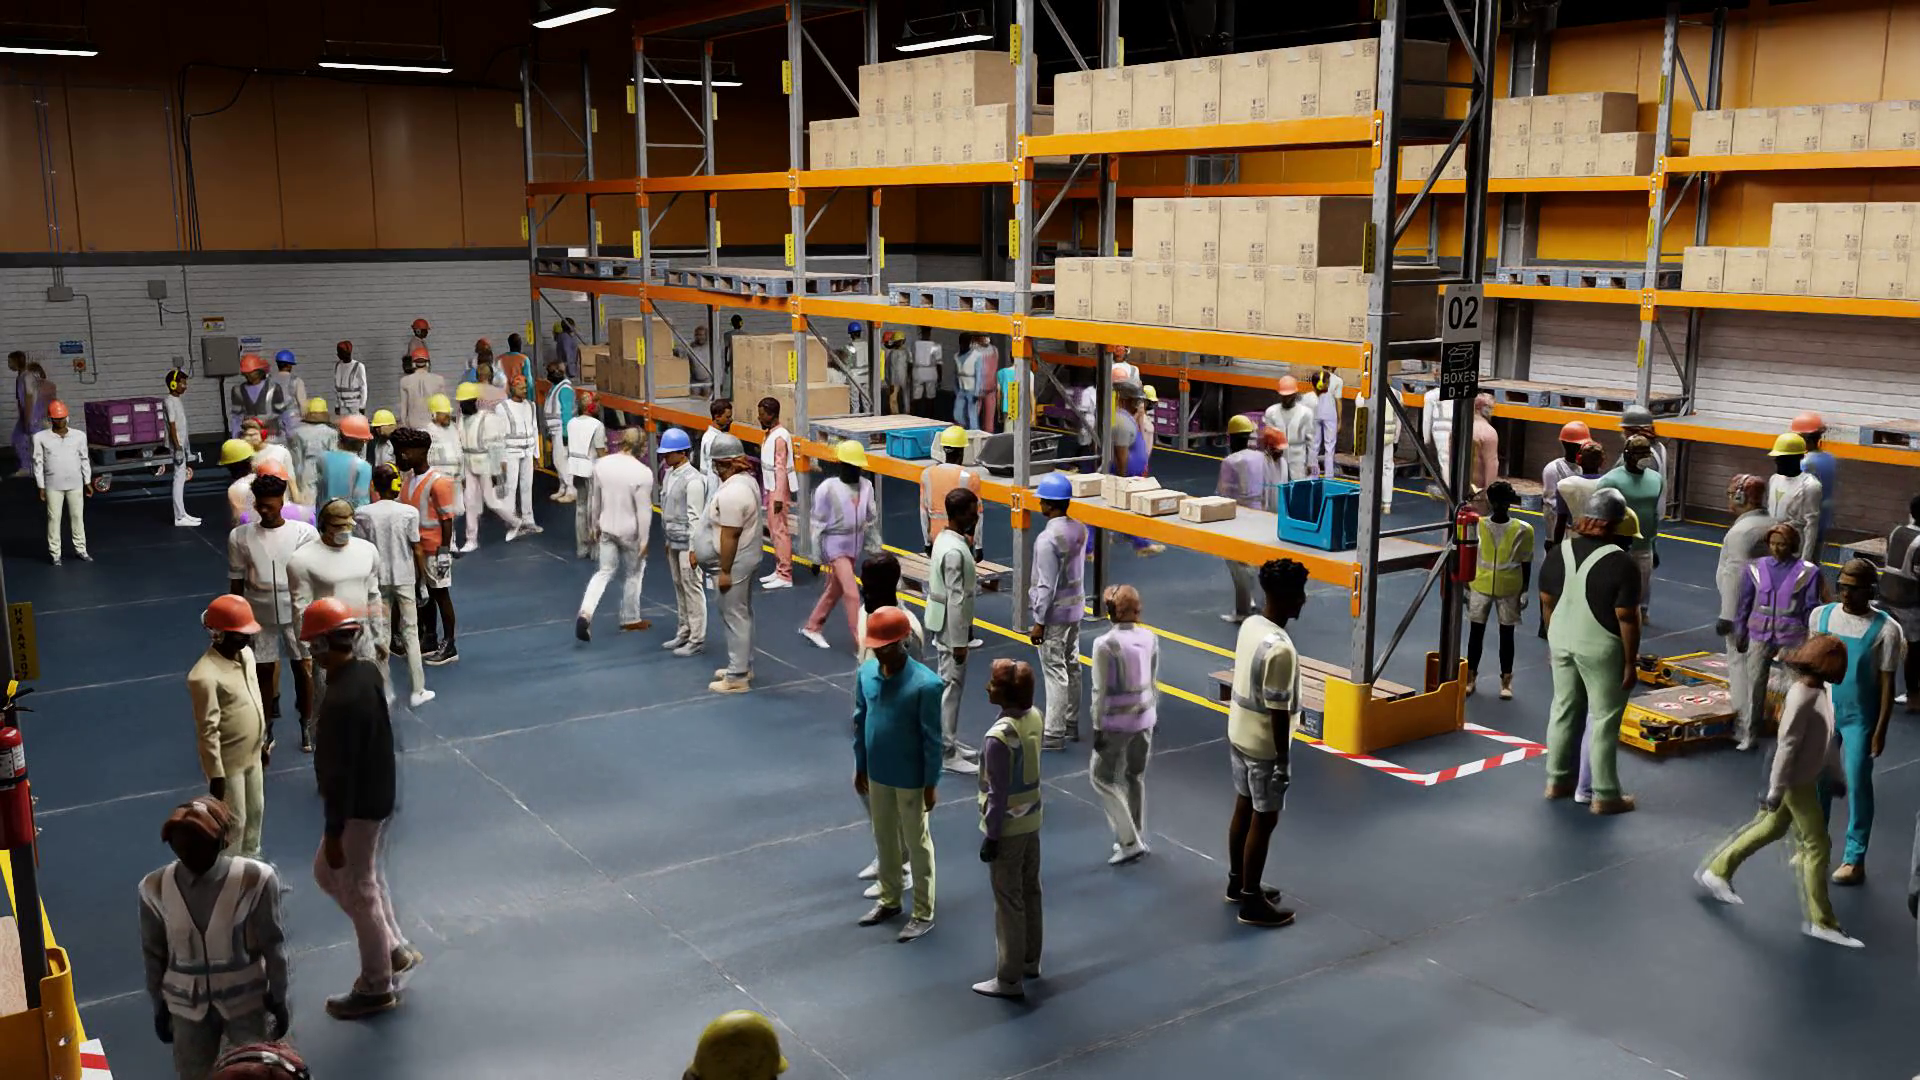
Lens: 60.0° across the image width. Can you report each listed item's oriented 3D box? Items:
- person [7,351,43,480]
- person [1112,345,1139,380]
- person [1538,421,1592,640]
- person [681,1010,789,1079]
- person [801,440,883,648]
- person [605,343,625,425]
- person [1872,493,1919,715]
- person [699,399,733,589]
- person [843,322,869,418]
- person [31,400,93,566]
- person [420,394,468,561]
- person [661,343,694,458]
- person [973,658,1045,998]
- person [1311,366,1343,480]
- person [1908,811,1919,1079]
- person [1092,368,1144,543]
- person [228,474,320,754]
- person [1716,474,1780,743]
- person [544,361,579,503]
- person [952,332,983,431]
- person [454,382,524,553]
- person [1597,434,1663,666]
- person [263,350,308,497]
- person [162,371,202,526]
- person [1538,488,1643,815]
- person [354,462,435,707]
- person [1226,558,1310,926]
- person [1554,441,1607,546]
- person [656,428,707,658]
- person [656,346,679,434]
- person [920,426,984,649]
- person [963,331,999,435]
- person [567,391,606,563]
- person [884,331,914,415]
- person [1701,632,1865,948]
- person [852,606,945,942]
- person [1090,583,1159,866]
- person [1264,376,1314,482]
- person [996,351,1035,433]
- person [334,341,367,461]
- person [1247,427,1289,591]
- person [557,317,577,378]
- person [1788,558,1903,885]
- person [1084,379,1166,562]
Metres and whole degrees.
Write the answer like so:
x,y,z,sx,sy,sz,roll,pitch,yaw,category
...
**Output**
x,y,z,sx,sy,sz,roll,pitch,yaw,category
-13.137,-1.733,23.322,0.698,1.811,0.627,-9,14,-38,person
2.271,-1.863,23.785,0.574,1.885,0.358,-1,11,-4,person
5.309,-0.078,14.516,0.551,1.937,0.357,-7,13,-33,person
-0.580,2.027,4.279,0.490,1.732,0.320,9,14,37,person
-0.998,0.068,13.976,1.005,1.872,0.611,9,14,39,person
-5.702,-2.437,27.414,0.314,1.622,0.514,-4,12,-19,person
7.085,0.459,12.433,0.433,1.678,0.537,0,11,-2,person
-2.409,-0.455,16.533,0.402,1.908,0.598,0,11,0,person
-1.706,-2.660,27.726,0.601,1.940,0.395,-10,15,-40,person
-9.545,-0.613,17.724,0.563,1.753,0.327,-11,15,-44,person
-5.614,-0.685,17.943,0.613,1.810,0.602,4,12,20,person
-4.268,-2.008,24.454,0.556,1.906,0.631,-8,14,-35,person
0.245,1.359,7.920,0.306,1.641,0.523,5,12,25,person
5.012,-1.637,22.772,0.350,1.837,0.503,-11,15,-43,person
4.067,1.467,6.726,0.400,1.895,0.655,-1,11,-6,person
1.789,-0.956,18.871,0.609,1.992,0.386,-3,11,-14,person
-4.689,0.507,11.449,0.612,1.962,0.361,-3,12,-17,person
5.566,0.479,11.790,0.404,1.891,0.679,11,15,43,person
-5.172,-1.407,21.617,0.429,1.826,0.641,-5,12,-23,person
0.129,-2.337,26.180,0.629,1.892,0.432,10,15,42,person
-5.280,-0.832,18.496,0.602,1.897,0.781,6,12,27,person
5.483,0.091,13.648,0.637,1.938,0.355,-5,12,-22,person
-8.867,-1.535,21.974,0.602,1.938,0.403,2,11,8,person
-9.342,-1.098,19.927,0.329,1.865,0.509,-4,12,-21,person
3.988,0.673,10.405,0.536,2.000,0.687,-7,13,-31,person
-4.277,0.341,12.567,0.517,1.865,0.327,-1,11,-3,person
1.610,1.048,8.719,0.389,1.958,0.599,-2,11,-9,person
5.215,0.098,13.848,0.563,1.847,0.388,1,11,4,person
-2.341,0.017,14.039,0.414,1.939,0.605,-7,13,-30,person
-4.951,-2.651,27.960,0.502,1.838,0.339,1,11,3,person
-0.059,-0.016,14.225,0.588,1.927,0.371,6,12,26,person
0.309,-2.511,26.704,0.694,2.000,0.754,-7,13,-31,person
-3.982,-0.675,17.815,0.570,1.840,0.373,9,14,39,person
-1.041,-2.670,28.273,0.569,1.755,0.369,3,11,14,person
4.328,1.240,8.683,0.835,1.598,0.491,9,14,38,person
-0.342,1.184,8.569,0.573,1.739,0.355,9,14,38,person
0.958,1.059,9.516,0.529,1.615,0.444,-9,14,-37,person
3.708,-0.910,18.823,0.545,1.914,0.442,4,12,19,person
0.783,-1.788,23.517,0.570,1.837,0.377,5,12,22,person
-8.946,-1.980,24.385,0.572,1.886,0.354,5,12,26,person
2.925,-0.244,15.919,0.578,1.725,0.572,10,15,41,person
-6.838,-2.921,29.065,0.372,1.940,0.627,-5,12,-24,person
4.936,0.993,9.286,0.343,1.839,0.502,-8,13,-34,person
1.740,-0.769,17.788,0.977,2.000,0.687,2,11,8,person
